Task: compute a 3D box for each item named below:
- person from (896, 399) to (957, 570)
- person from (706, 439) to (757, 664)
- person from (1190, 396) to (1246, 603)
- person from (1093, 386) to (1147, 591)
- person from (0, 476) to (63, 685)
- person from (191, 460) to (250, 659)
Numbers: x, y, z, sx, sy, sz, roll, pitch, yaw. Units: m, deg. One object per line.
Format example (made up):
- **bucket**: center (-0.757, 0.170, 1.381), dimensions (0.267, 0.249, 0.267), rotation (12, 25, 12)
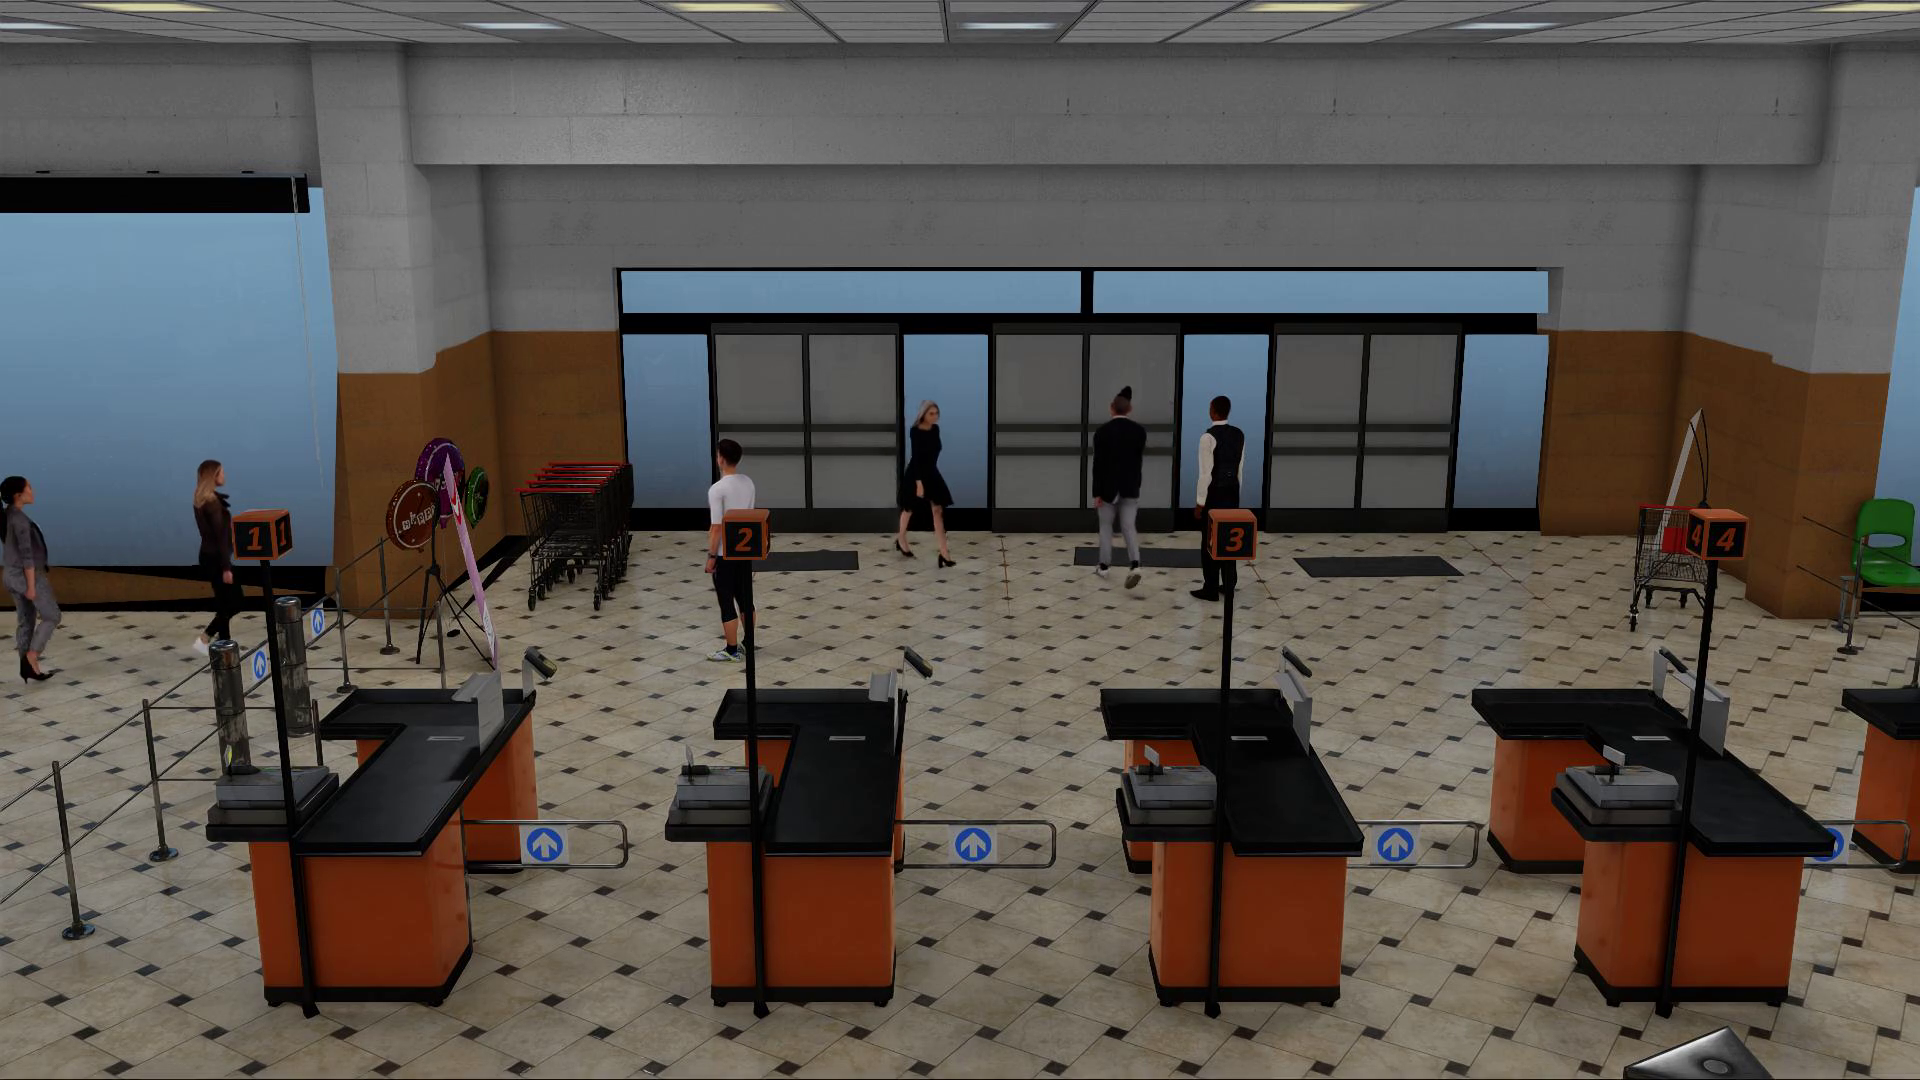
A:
- **person**: center (-0.418, -0.545, 16.646), dimensions (1.203, 1.671, 1.129), rotation (12, 18, 41)
- **person**: center (-1.879, 0.082, 13.677), dimensions (0.821, 1.851, 0.701), rotation (9, 16, 32)
- **person**: center (2.418, -0.395, 15.497), dimensions (0.780, 1.919, 0.789), rotation (-9, 16, -33)
- **person**: center (1.561, -0.471, 15.829), dimensions (0.805, 1.911, 1.244), rotation (-2, 14, -9)
- **person**: center (-7.393, 0.341, 12.997), dimensions (0.721, 1.667, 0.761), rotation (10, 17, 37)
- **person**: center (-6.094, 0.205, 13.498), dimensions (0.877, 1.696, 0.819), rotation (-11, 17, -38)
